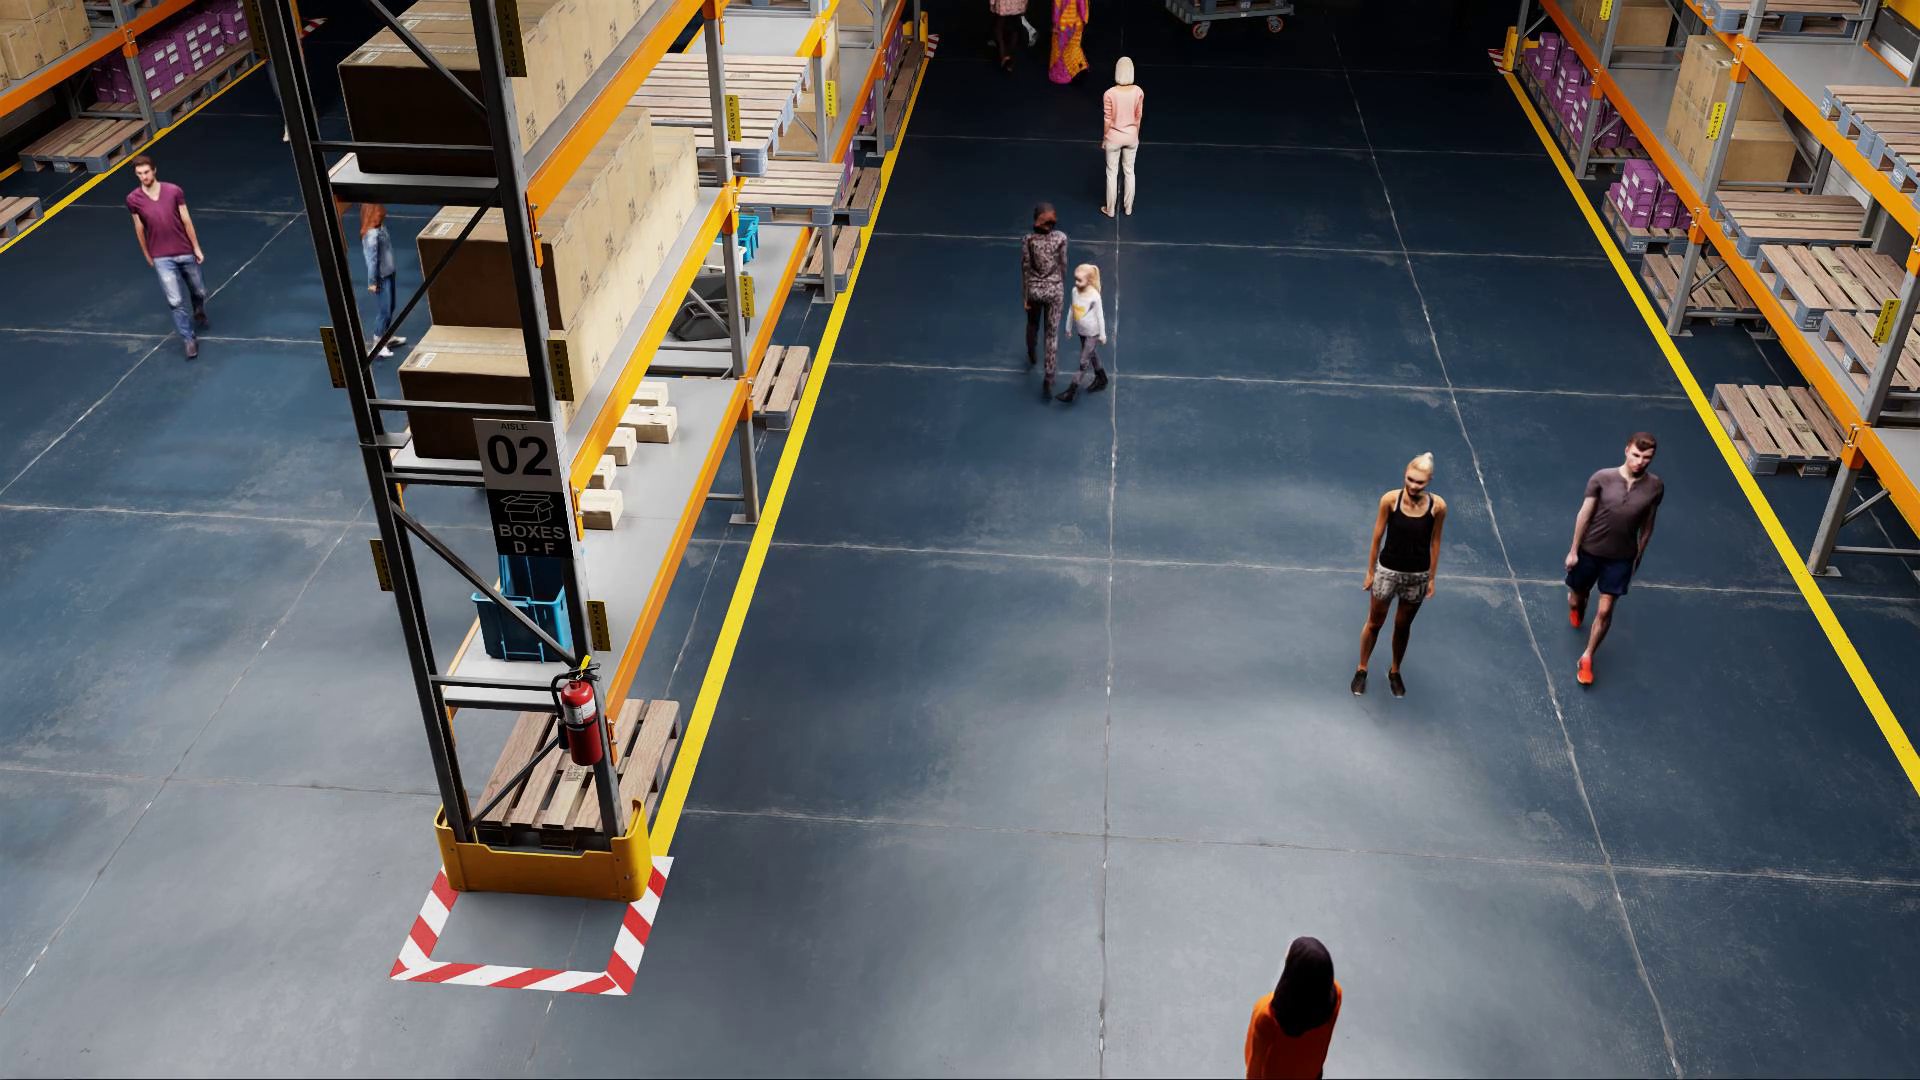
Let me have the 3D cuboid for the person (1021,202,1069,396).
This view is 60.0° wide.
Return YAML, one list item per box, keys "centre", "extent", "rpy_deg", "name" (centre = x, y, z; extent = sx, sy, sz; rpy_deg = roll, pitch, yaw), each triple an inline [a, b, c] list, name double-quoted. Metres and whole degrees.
- centre: [0.754, -2.076, 14.475]
  extent: [0.646, 1.667, 1.174]
  rpy_deg: [-1, 34, -1]
  name: "person"

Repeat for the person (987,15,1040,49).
- centre: [0.730, -7.497, 22.617]
  extent: [0.929, 1.684, 1.011]
  rpy_deg: [20, 38, 27]
  name: "person"

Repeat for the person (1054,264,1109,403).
- centre: [1.166, -1.825, 14.477]
  extent: [0.904, 1.248, 0.860]
  rpy_deg: [-24, 40, -31]
  name: "person"

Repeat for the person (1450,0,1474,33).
- centre: [7.201, -8.081, 23.467]
  extent: [0.757, 1.714, 0.828]
  rpy_deg: [-27, 42, -34]
  name: "person"

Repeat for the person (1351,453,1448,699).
- centre: [2.887, 0.209, 10.877]
  extent: [0.624, 1.845, 0.529]
  rpy_deg: [5, 34, 8]
  name: "person"

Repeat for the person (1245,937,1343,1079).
- centre: [1.498, 2.439, 7.609]
  extent: [0.711, 1.748, 0.737]
  rpy_deg: [-17, 37, -24]
  name: "person"

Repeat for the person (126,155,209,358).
- centre: [-7.193, -2.660, 15.208]
  extent: [1.013, 1.829, 1.199]
  rpy_deg: [-15, 36, -21]
  name: "person"

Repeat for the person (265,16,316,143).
- centre: [-8.031, -5.726, 19.874]
  extent: [0.779, 1.770, 1.211]
  rpy_deg: [-3, 34, -5]
  name: "person"

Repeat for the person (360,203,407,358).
- centre: [-5.314, -2.387, 15.136]
  extent: [0.795, 1.454, 0.576]
  rpy_deg: [3, 34, 4]
  name: "person"

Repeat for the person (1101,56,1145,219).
- centre: [1.726, -4.307, 17.778]
  extent: [0.663, 1.726, 0.633]
  rpy_deg: [-8, 34, -12]
  name: "person"

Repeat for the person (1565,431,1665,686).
- centre: [4.326, 0.047, 11.132]
  extent: [0.785, 1.832, 1.040]
  rpy_deg: [9, 35, 14]
  name: "person"

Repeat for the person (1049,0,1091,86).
- centre: [1.408, -6.650, 21.366]
  extent: [0.941, 1.657, 1.064]
  rpy_deg: [-18, 37, -24]
  name: "person"

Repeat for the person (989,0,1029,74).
- centre: [0.673, -6.979, 21.744]
  extent: [0.875, 1.787, 0.963]
  rpy_deg: [-11, 35, -16]
  name: "person"
